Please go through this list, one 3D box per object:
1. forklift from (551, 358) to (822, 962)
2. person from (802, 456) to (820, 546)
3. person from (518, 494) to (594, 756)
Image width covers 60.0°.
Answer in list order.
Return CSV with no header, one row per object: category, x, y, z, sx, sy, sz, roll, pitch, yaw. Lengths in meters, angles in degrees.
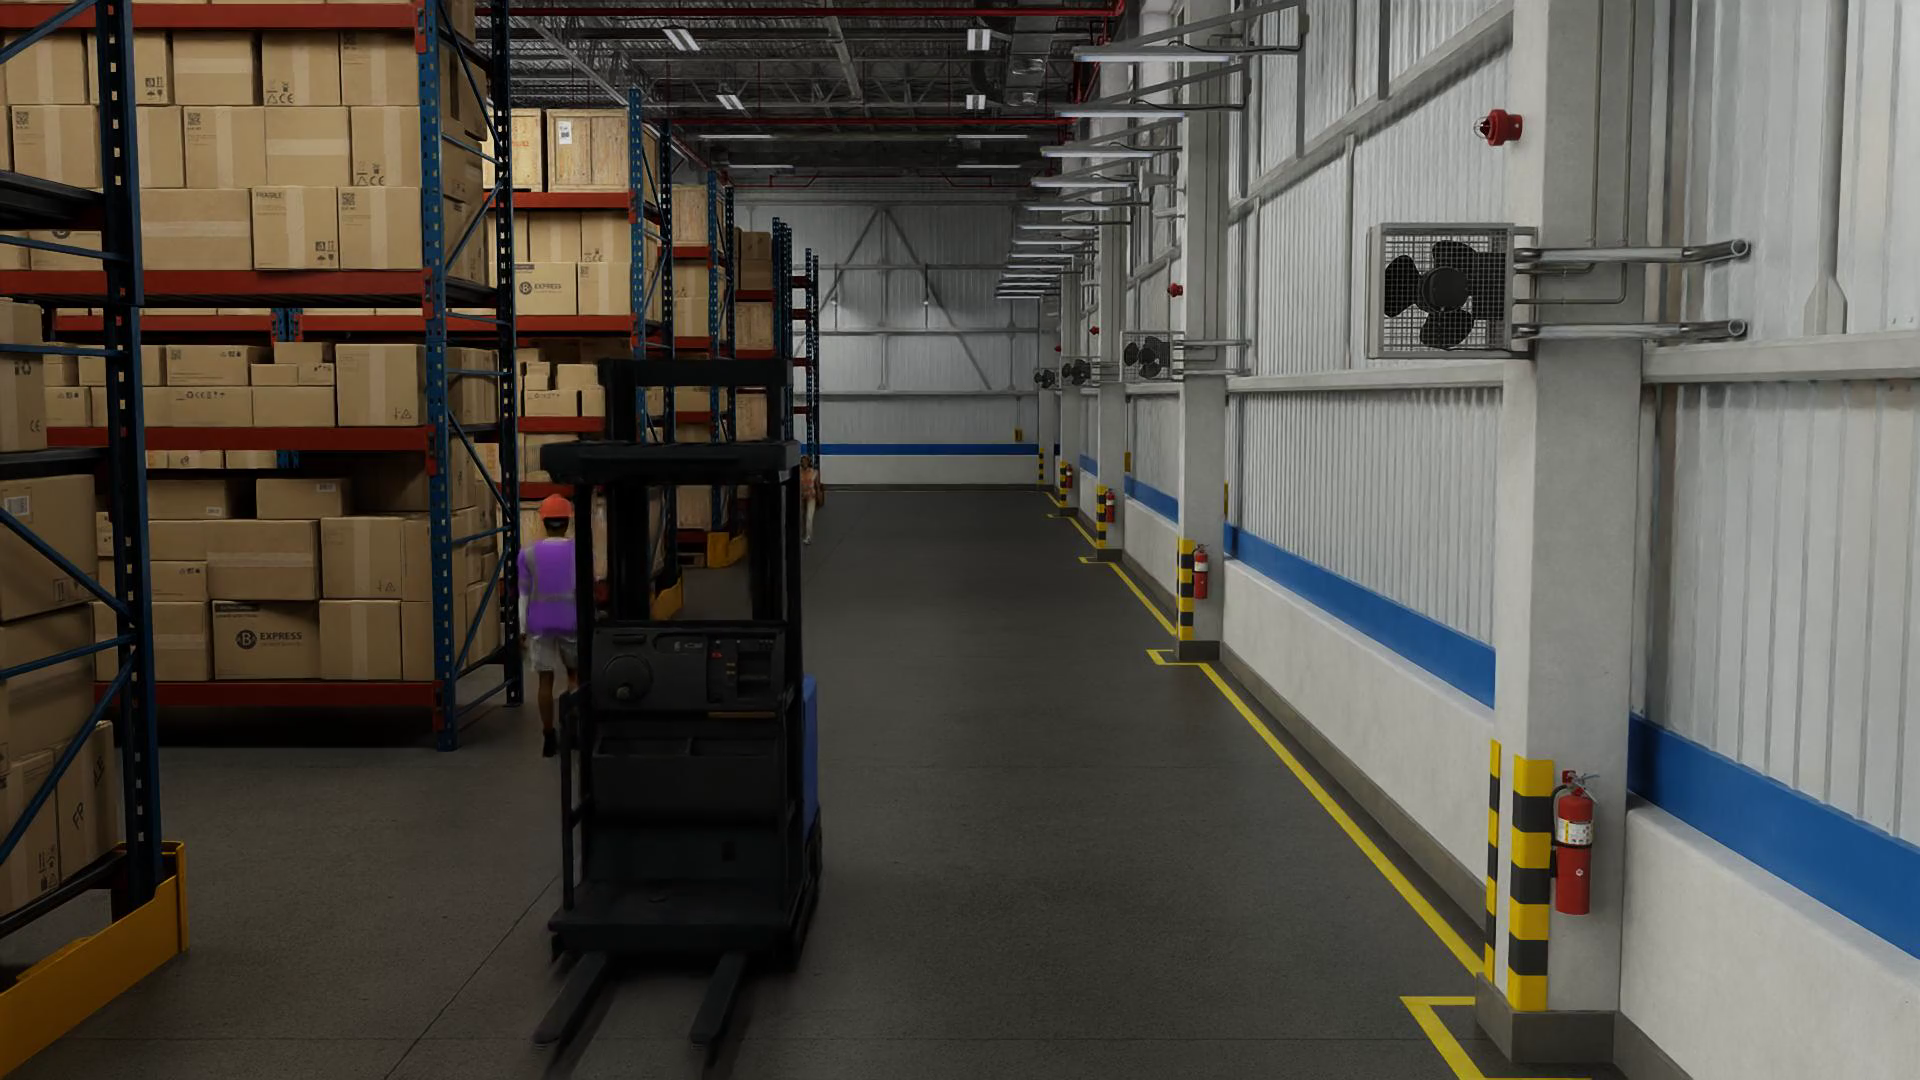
forklift,-1.306,0.474,8.394,1.129,2.768,1.873,0,5,0
person,-2.760,-0.715,29.663,0.524,1.595,0.878,0,5,-1
person,-2.963,0.624,12.202,0.553,1.922,0.419,-1,5,-10
